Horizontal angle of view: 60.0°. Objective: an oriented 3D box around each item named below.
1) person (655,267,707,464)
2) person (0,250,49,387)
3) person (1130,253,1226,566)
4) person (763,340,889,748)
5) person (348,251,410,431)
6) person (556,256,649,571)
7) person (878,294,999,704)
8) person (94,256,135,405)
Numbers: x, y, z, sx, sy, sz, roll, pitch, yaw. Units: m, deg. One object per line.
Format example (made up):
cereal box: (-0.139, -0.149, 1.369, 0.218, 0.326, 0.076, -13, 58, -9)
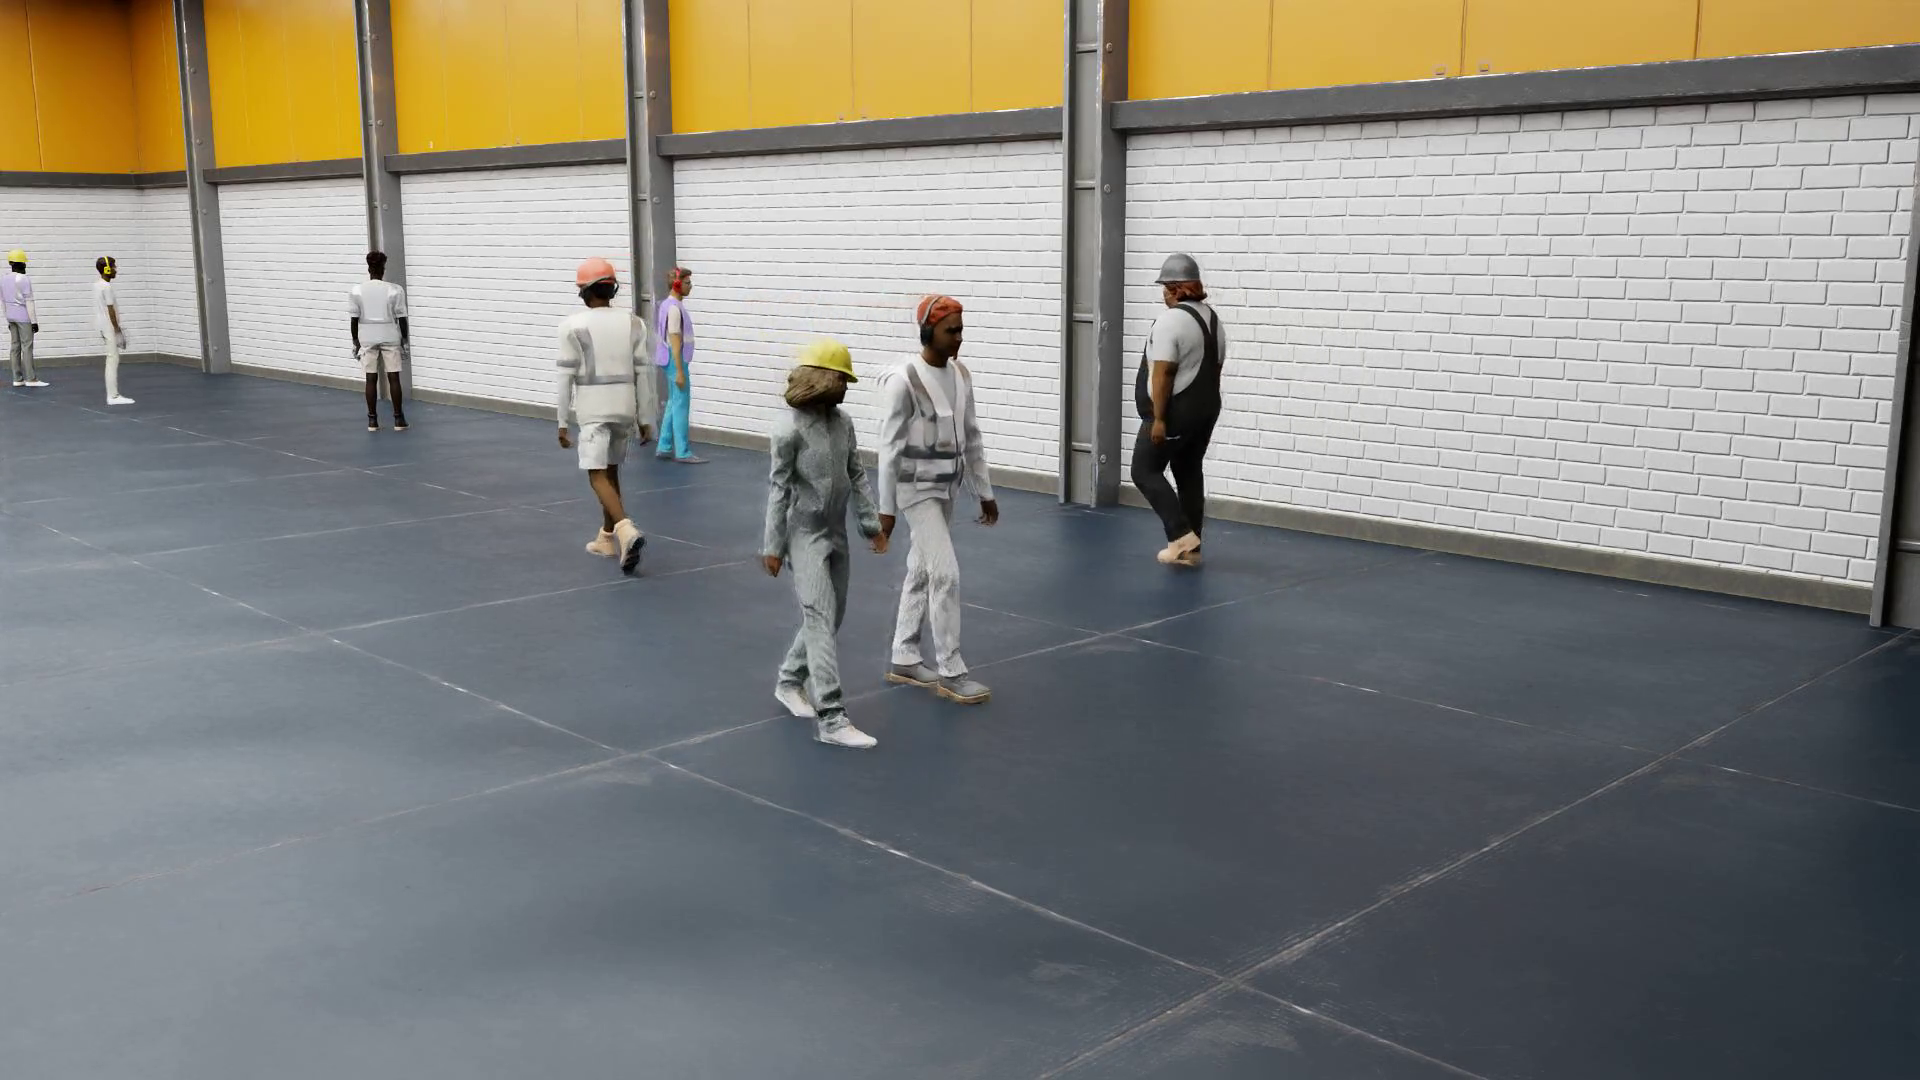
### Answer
person: (-2.649, -1.628, 15.595, 0.406, 1.852, 0.580, -2, 11, -13)
person: (-13.222, -3.114, 23.432, 0.585, 1.929, 0.371, 5, 11, 23)
person: (1.387, -0.828, 10.657, 0.536, 2.000, 0.705, 9, 14, 39)
person: (-0.602, -0.007, 7.151, 0.712, 1.694, 0.507, 6, 12, 30)
person: (-6.341, -2.172, 18.191, 0.614, 1.963, 0.362, -2, 11, -10)
person: (-2.254, -0.814, 10.702, 0.616, 2.015, 0.932, -8, 13, -37)
person: (-0.045, -0.191, 7.679, 0.773, 1.856, 0.595, 6, 12, 30)
person: (-10.743, -2.647, 21.060, 0.343, 1.867, 0.547, -8, 13, -36)
